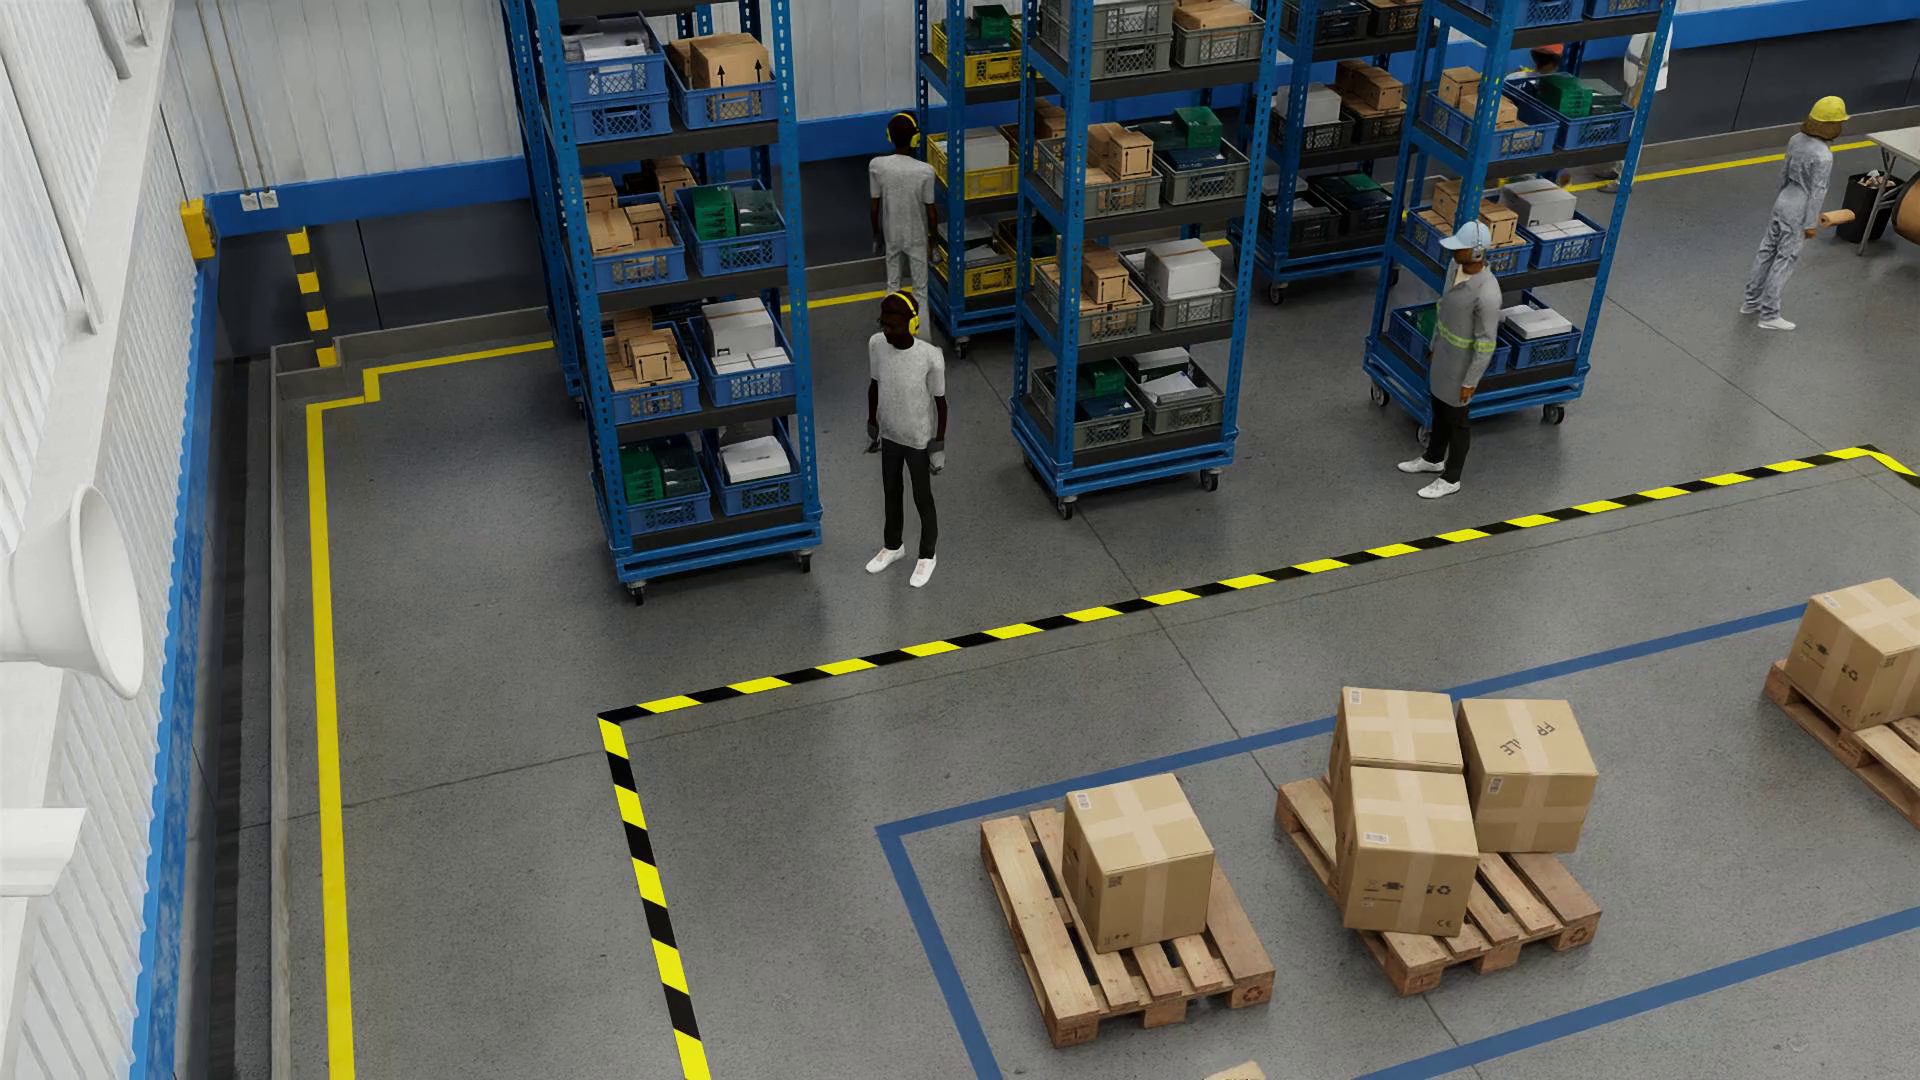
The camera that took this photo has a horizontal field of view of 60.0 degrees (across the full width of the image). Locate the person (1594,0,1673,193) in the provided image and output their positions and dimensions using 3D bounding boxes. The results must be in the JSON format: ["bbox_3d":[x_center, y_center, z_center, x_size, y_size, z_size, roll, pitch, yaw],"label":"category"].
[{"bbox_3d":[5.810,-3.875,14.182,0.375,1.843,0.567,9,36,12],"label":"person"}]

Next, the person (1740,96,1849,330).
[{"bbox_3d":[6.128,-2.397,12.173,0.296,1.744,0.483,-4,35,-5],"label":"person"}]

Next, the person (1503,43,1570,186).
[{"bbox_3d":[4.301,-2.904,12.669,0.935,2.008,0.607,-25,42,-31],"label":"person"}]

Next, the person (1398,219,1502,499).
[{"bbox_3d":[3.027,-1.110,10.255,0.398,1.851,0.594,-5,36,-7],"label":"person"}]

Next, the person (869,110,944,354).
[{"bbox_3d":[-0.371,-2.088,11.625,0.515,1.873,0.327,11,37,15],"label":"person"}]

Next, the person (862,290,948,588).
[{"bbox_3d":[-0.317,-0.573,9.479,0.530,1.868,0.309,18,39,24],"label":"person"}]
